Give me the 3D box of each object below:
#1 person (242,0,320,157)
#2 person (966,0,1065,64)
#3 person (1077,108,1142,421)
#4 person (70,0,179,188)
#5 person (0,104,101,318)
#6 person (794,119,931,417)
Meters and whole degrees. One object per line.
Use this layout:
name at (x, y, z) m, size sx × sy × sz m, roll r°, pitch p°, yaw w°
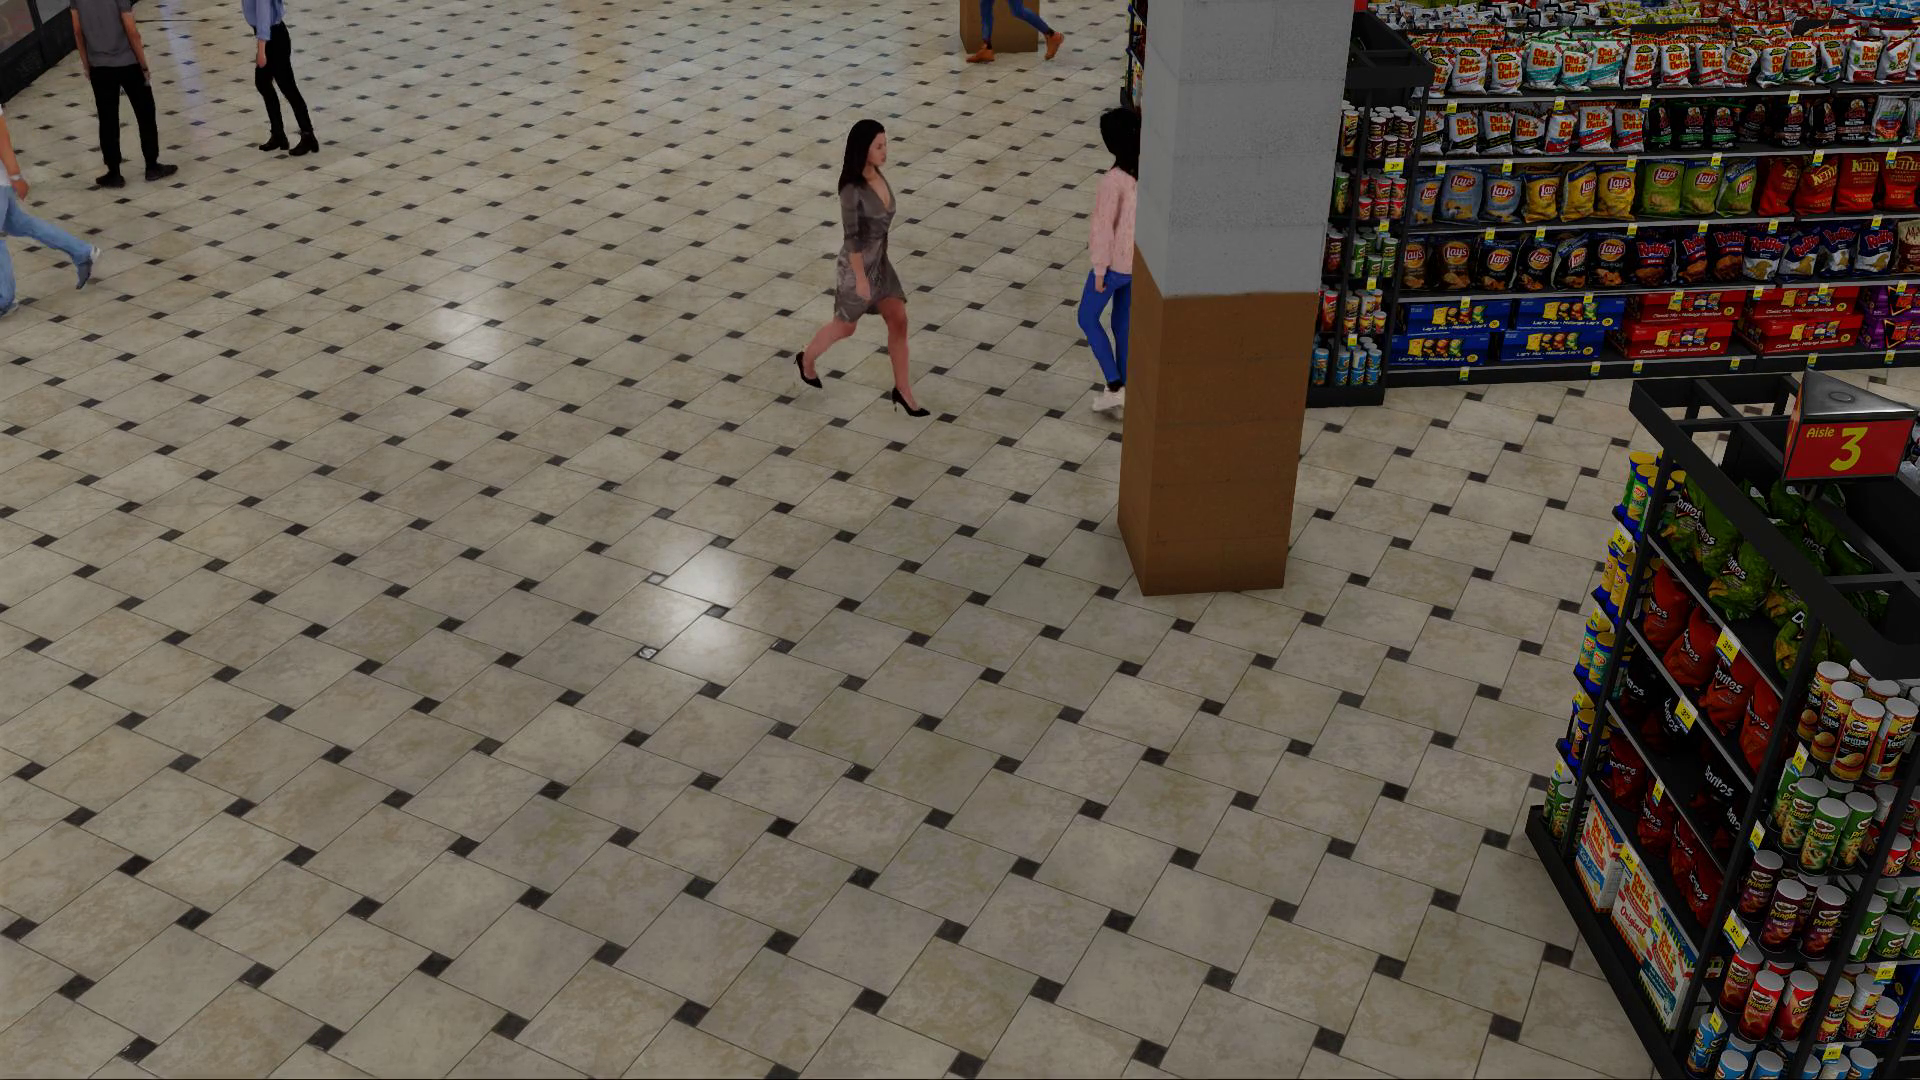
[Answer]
person at (-5.293, -3.873, 13.059) m, size 0.782 × 1.735 × 0.761 m, roll -10°, pitch 33°, yaw -16°
person at (0.501, -5.177, 15.203) m, size 1.127 × 1.682 × 0.624 m, roll -2°, pitch 32°, yaw -3°
person at (0.960, -1.463, 9.185) m, size 0.863 × 1.735 × 0.785 m, roll 27°, pitch 41°, yaw 36°
person at (-6.414, -3.556, 12.550) m, size 0.566 × 1.734 × 0.787 m, roll -7°, pitch 33°, yaw -11°
person at (-6.018, -2.334, 10.491) m, size 1.238 × 1.835 × 1.076 m, roll -23°, pitch 39°, yaw -32°
person at (-0.610, -1.482, 9.240) m, size 1.184 × 1.709 × 0.975 m, roll 16°, pitch 35°, yaw 23°
